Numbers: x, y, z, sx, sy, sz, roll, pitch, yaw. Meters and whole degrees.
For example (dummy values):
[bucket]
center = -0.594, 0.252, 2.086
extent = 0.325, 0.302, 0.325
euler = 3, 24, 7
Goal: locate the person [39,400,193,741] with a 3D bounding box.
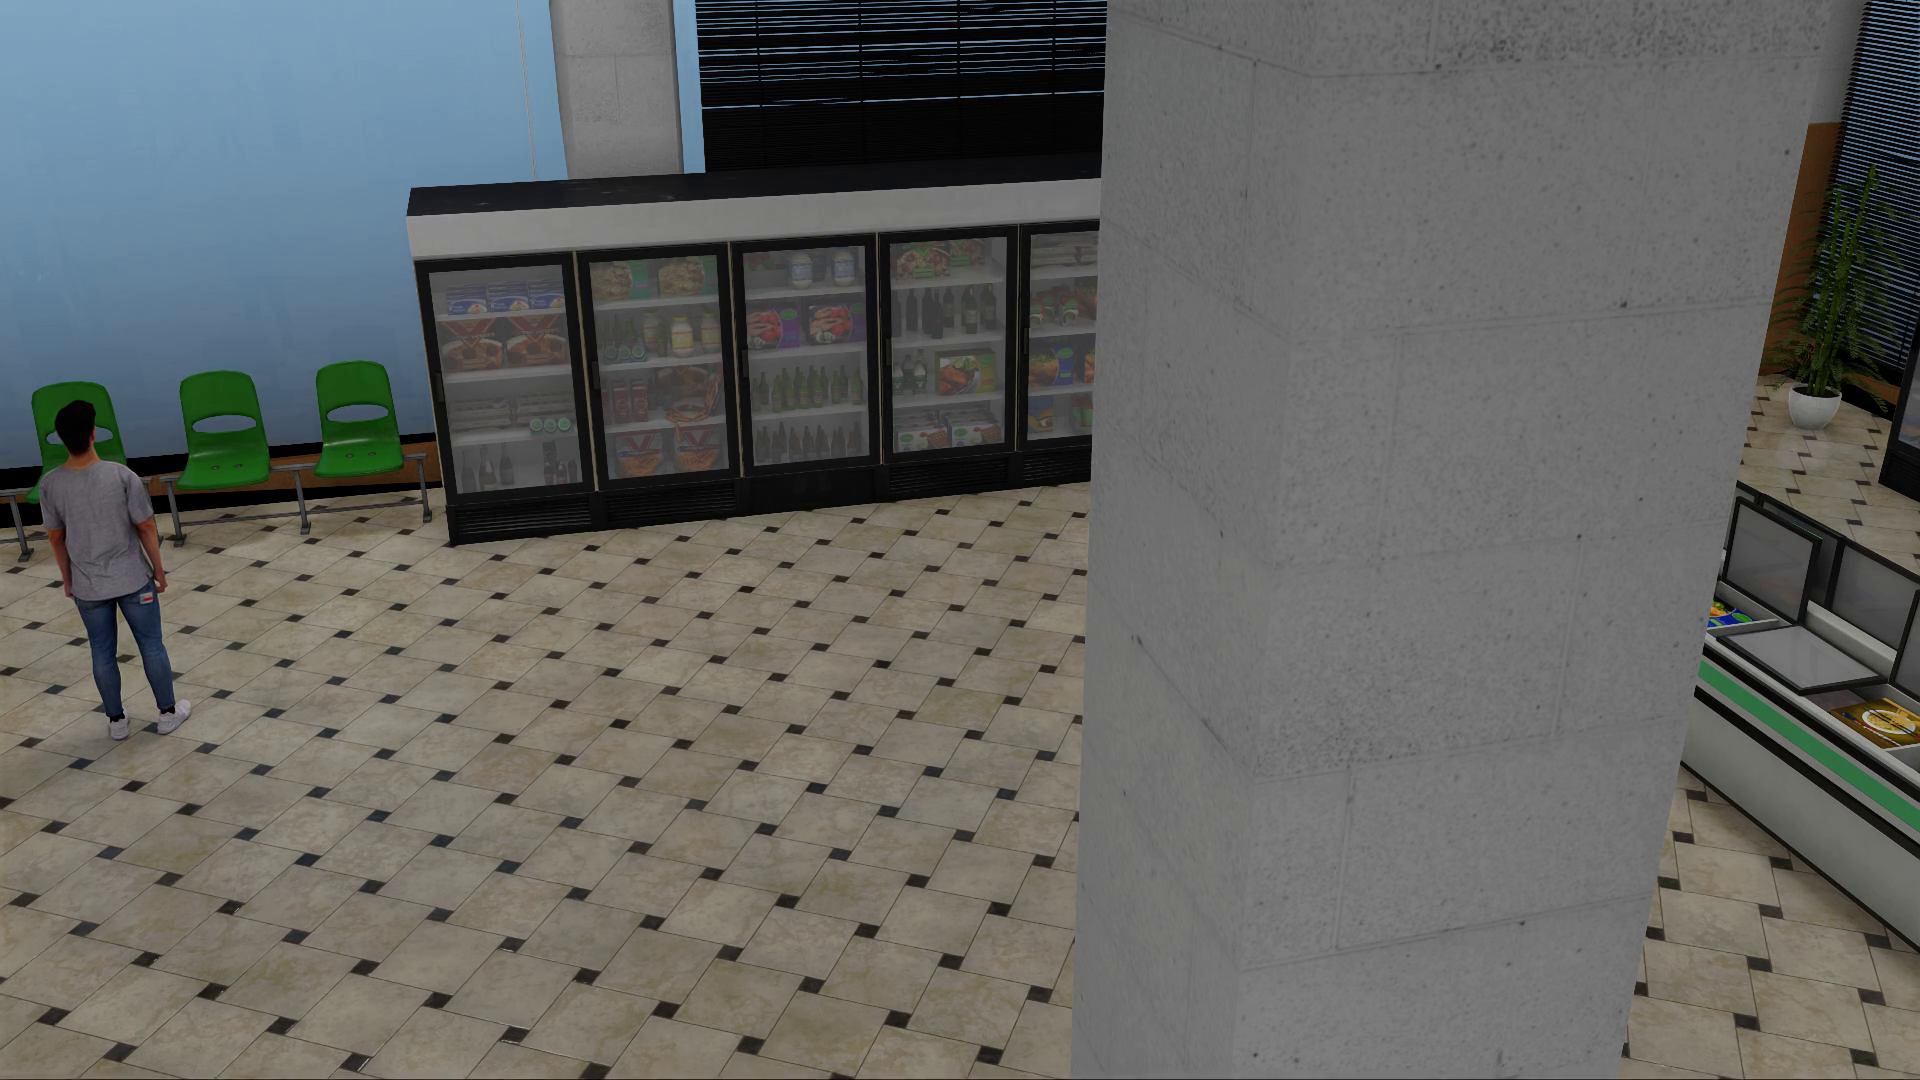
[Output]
[person]
center = -4.531, 0.171, 8.858
extent = 0.665, 1.888, 0.529
euler = -6, 24, -14
